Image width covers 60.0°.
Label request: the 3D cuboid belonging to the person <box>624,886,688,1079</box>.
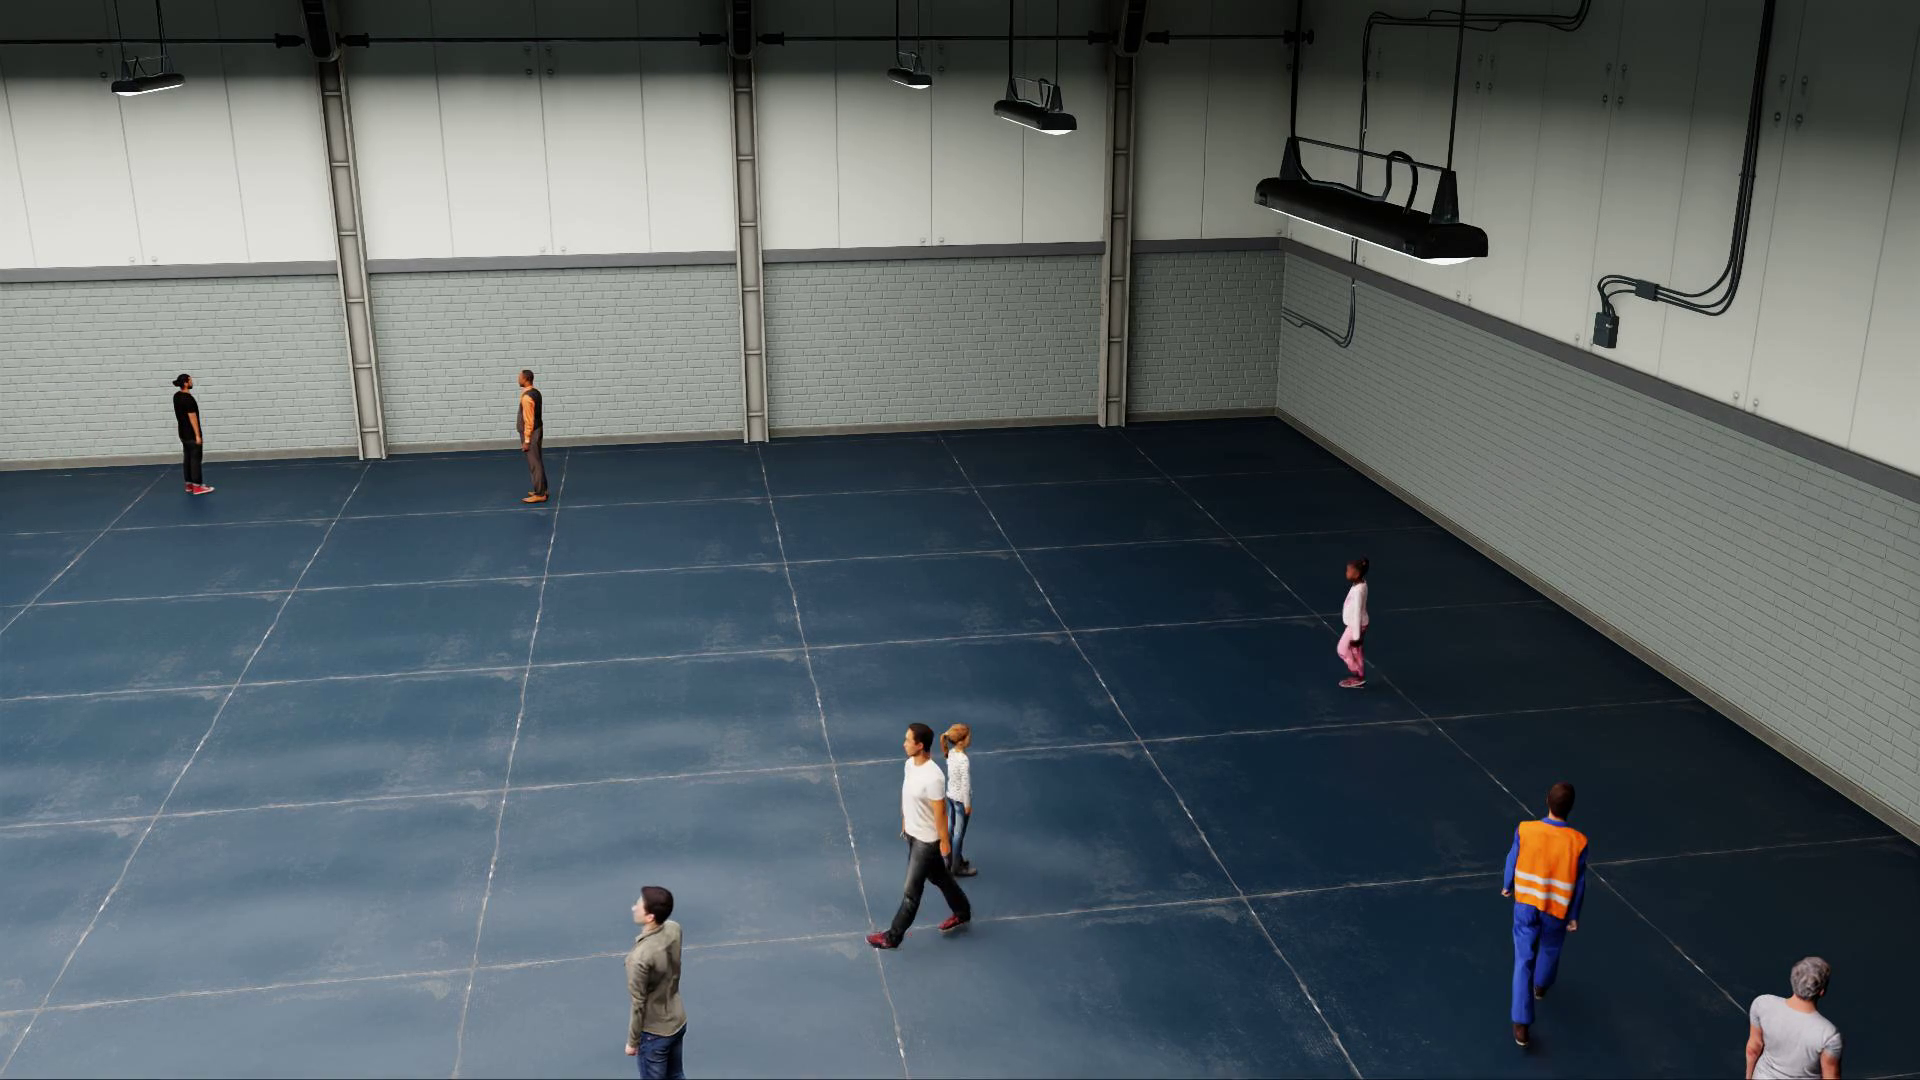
[{"bbox_3d":[-1.832,2.949,10.128,0.787,1.866,0.794,7,19,20],"label":"person"}]

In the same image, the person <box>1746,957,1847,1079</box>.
[{"bbox_3d":[4.693,3.188,9.450,0.743,1.831,0.770,-14,22,-36],"label":"person"}]

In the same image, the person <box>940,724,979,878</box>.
[{"bbox_3d":[-0.016,2.113,13.584,0.529,1.315,0.507,-7,19,-21],"label":"person"}]

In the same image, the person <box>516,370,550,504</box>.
[{"bbox_3d":[-6.086,-1.492,23.697,0.655,1.908,0.728,0,18,-1],"label":"person"}]

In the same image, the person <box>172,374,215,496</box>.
[{"bbox_3d":[-11.170,-1.545,24.105,0.702,1.757,0.746,14,23,37],"label":"person"}]

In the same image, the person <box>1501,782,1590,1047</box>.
[{"bbox_3d":[3.963,2.566,11.381,1.261,1.819,1.190,8,20,22],"label":"person"}]

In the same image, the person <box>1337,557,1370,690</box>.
[{"bbox_3d":[4.173,0.872,17.196,0.678,1.440,0.660,5,19,16],"label":"person"}]

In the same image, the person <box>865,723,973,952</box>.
[{"bbox_3d":[-0.179,2.221,12.547,1.220,1.753,0.868,-9,20,-26],"label":"person"}]
